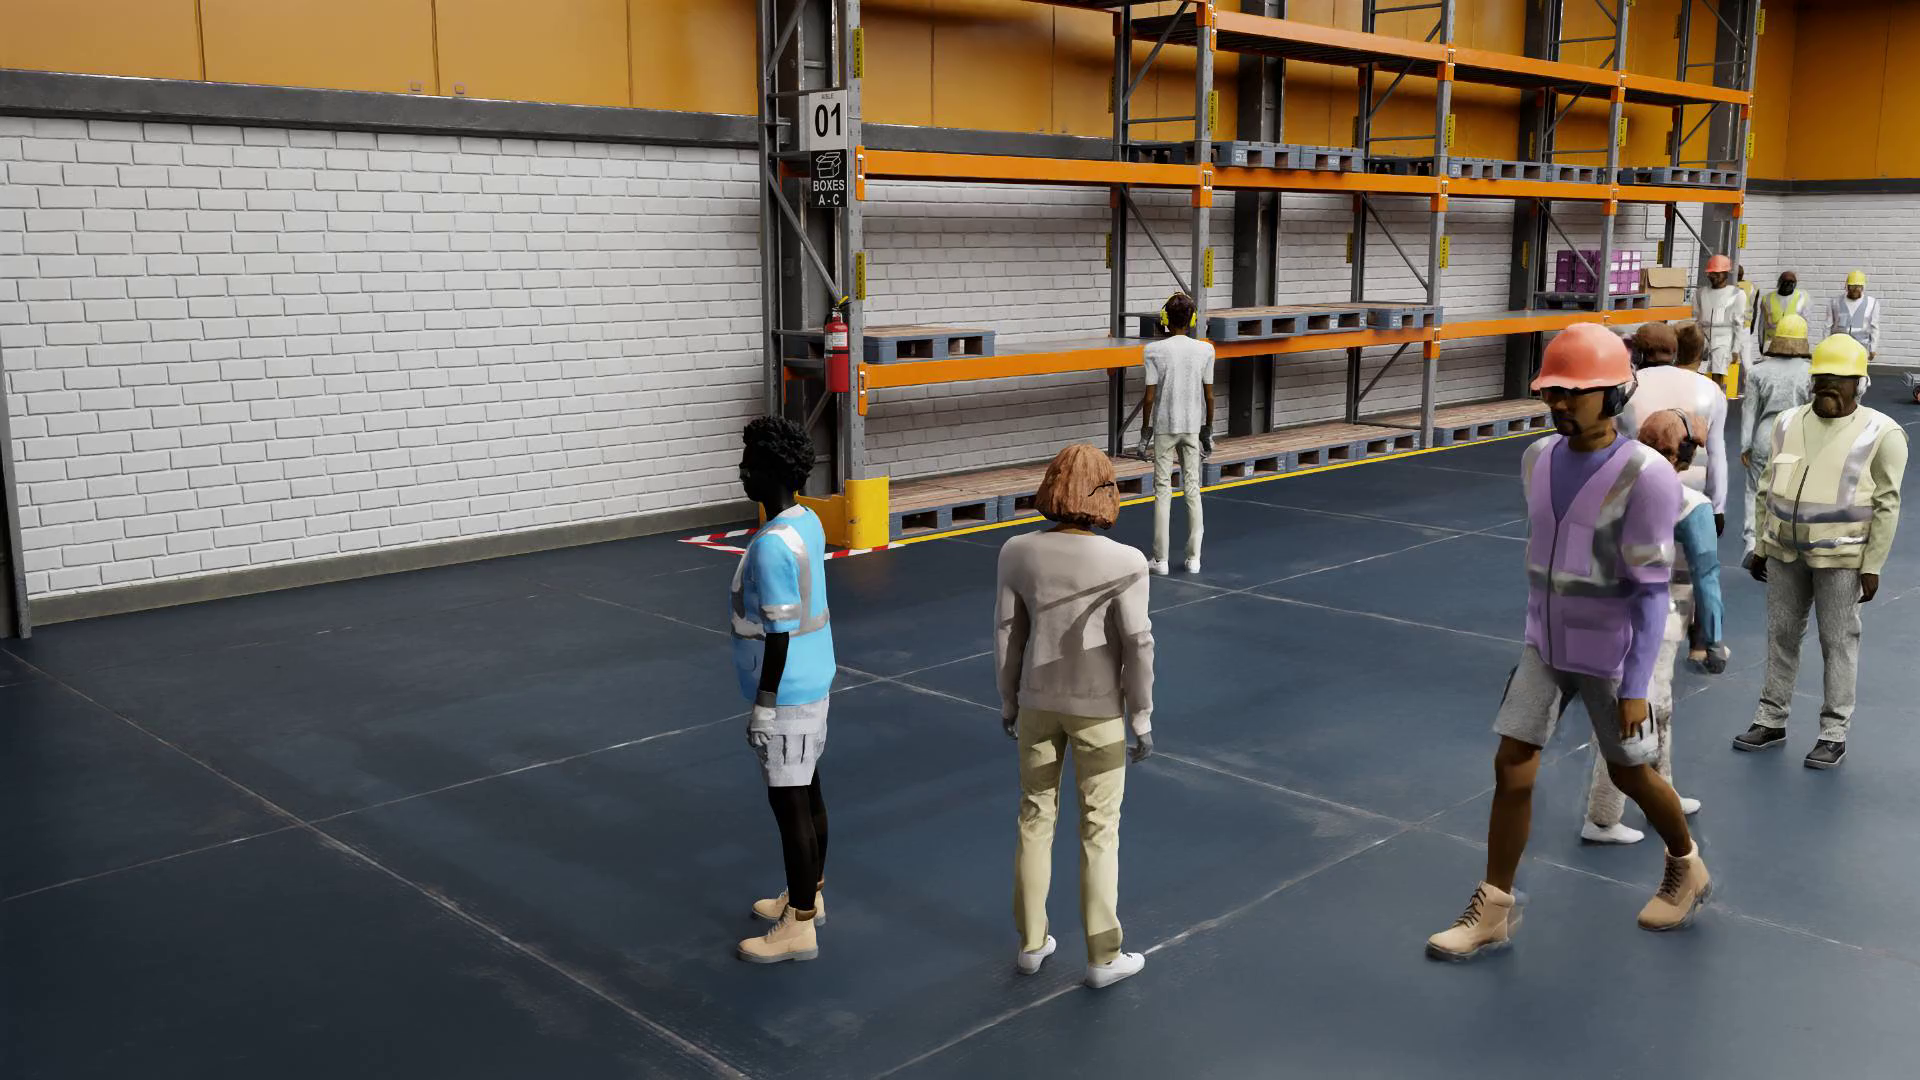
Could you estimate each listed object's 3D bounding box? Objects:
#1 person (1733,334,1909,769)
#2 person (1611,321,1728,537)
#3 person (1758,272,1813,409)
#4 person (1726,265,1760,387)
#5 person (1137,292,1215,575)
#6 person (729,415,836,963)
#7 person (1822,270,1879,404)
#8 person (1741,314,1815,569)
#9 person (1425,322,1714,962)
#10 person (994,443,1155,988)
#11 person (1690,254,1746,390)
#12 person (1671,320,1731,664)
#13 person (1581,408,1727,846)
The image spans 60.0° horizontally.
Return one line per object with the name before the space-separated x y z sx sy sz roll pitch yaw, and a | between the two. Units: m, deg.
person | 3.638 0.045 7.065 0.404 1.833 0.588 -7 13 -34
person | 3.465 -0.188 8.376 0.649 1.813 0.685 2 11 10
person | 10.488 -2.521 21.208 0.611 1.778 0.994 6 12 29
person | 11.565 -3.199 24.800 0.635 1.818 0.820 1 10 8
person | 1.431 -0.701 11.035 0.531 1.870 0.317 -2 11 -11
person | -0.552 0.460 5.178 0.318 1.696 0.532 1 10 4
person | 10.870 -2.382 20.332 0.605 1.816 0.411 6 12 29
person | 5.388 -0.609 10.924 0.483 1.732 0.395 6 12 29
person | 2.000 0.315 5.189 1.060 1.992 0.616 -5 12 -26
person | 0.342 0.524 4.998 0.505 1.632 0.269 6 12 28
person | 8.614 -2.232 18.970 0.606 2.028 0.501 10 14 44
person | 3.659 -0.227 8.592 0.813 1.816 0.526 -7 13 -35
person | 2.616 0.325 6.109 0.720 1.610 0.545 -3 11 -14
